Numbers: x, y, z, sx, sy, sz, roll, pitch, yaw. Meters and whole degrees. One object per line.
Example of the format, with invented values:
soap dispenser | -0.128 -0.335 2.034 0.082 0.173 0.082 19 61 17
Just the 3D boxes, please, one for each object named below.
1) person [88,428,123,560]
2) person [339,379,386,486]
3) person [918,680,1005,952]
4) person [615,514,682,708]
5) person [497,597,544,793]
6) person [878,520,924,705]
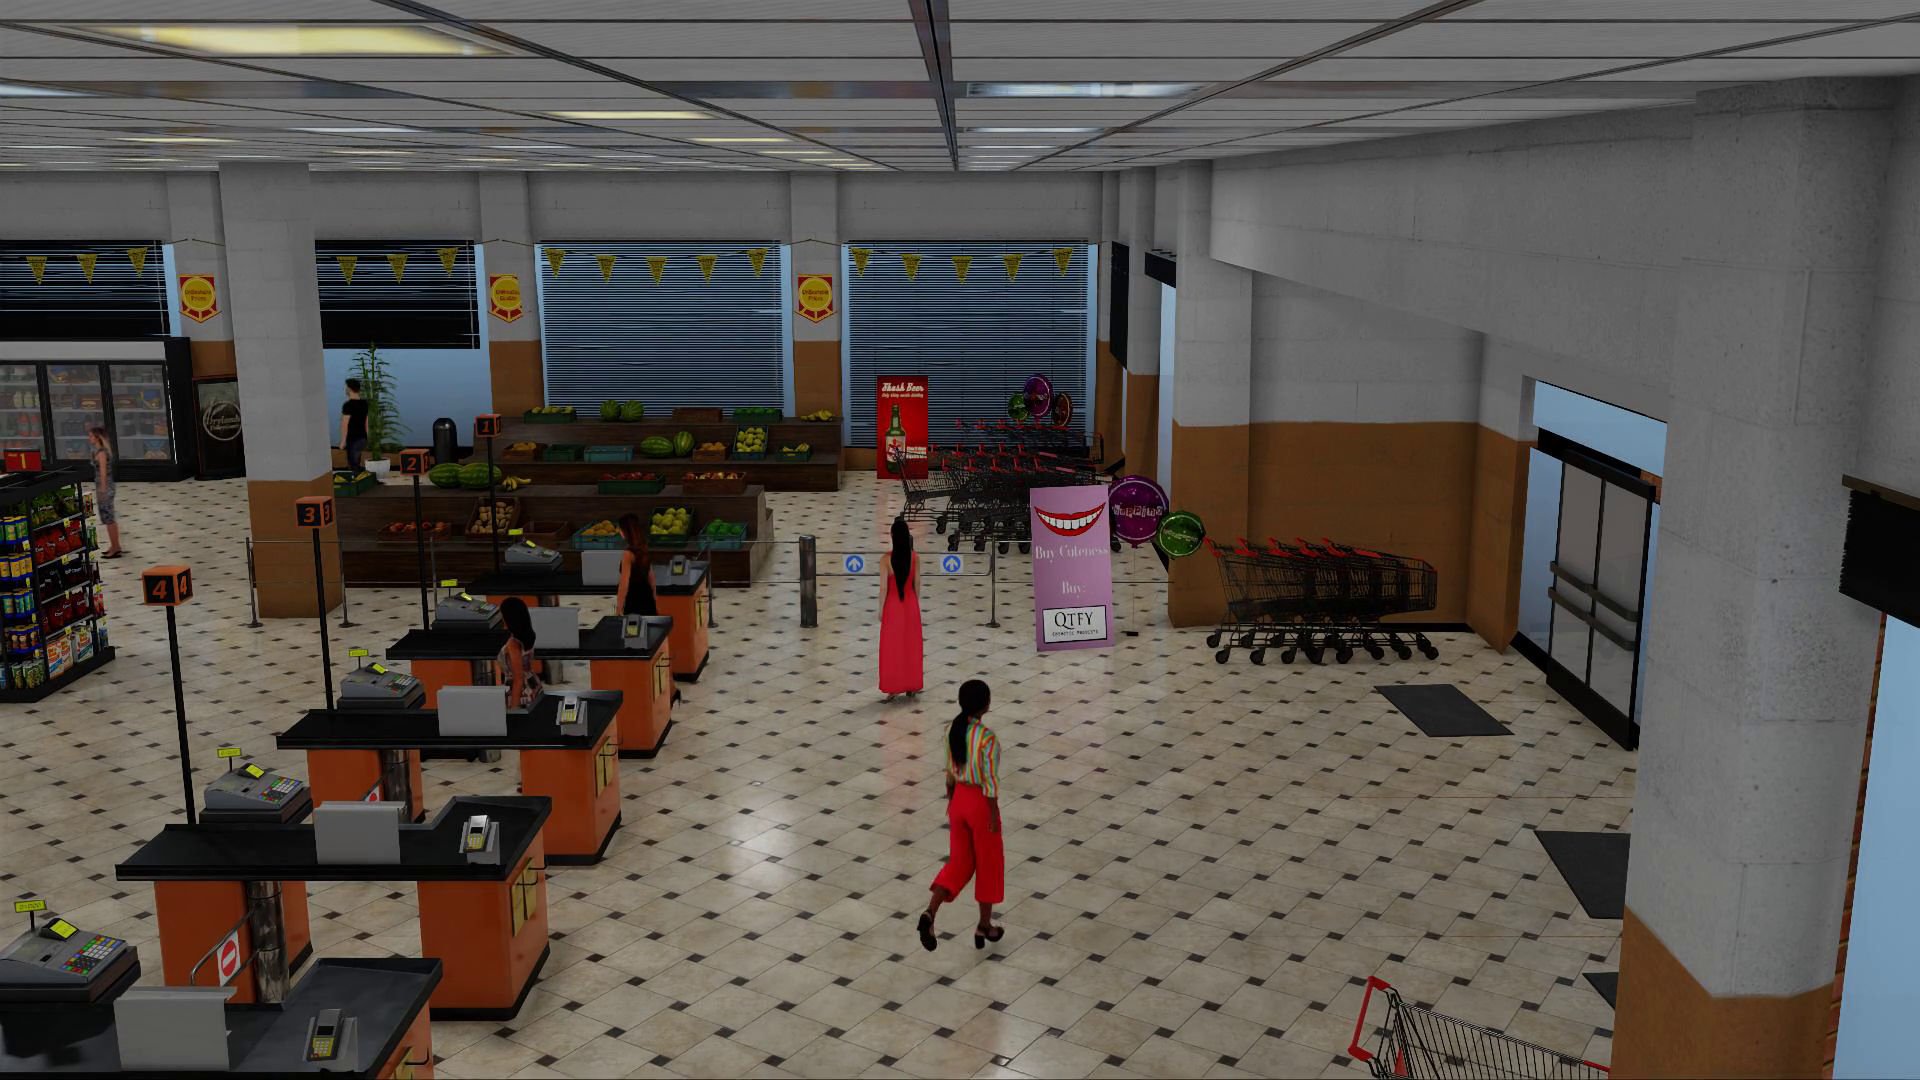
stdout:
person | -11.082 -0.621 21.594 0.631 1.700 0.634 -6 13 -26
person | -9.137 -1.496 25.319 1.171 1.878 0.867 4 12 17
person | 0.023 1.740 10.200 1.001 1.776 1.014 10 15 39
person | -2.824 0.692 15.157 1.159 1.783 0.844 2 12 9
person | -3.393 1.235 12.919 0.515 1.643 0.647 0 12 0
person | -0.551 0.661 15.443 0.657 1.728 0.765 -6 13 -27
